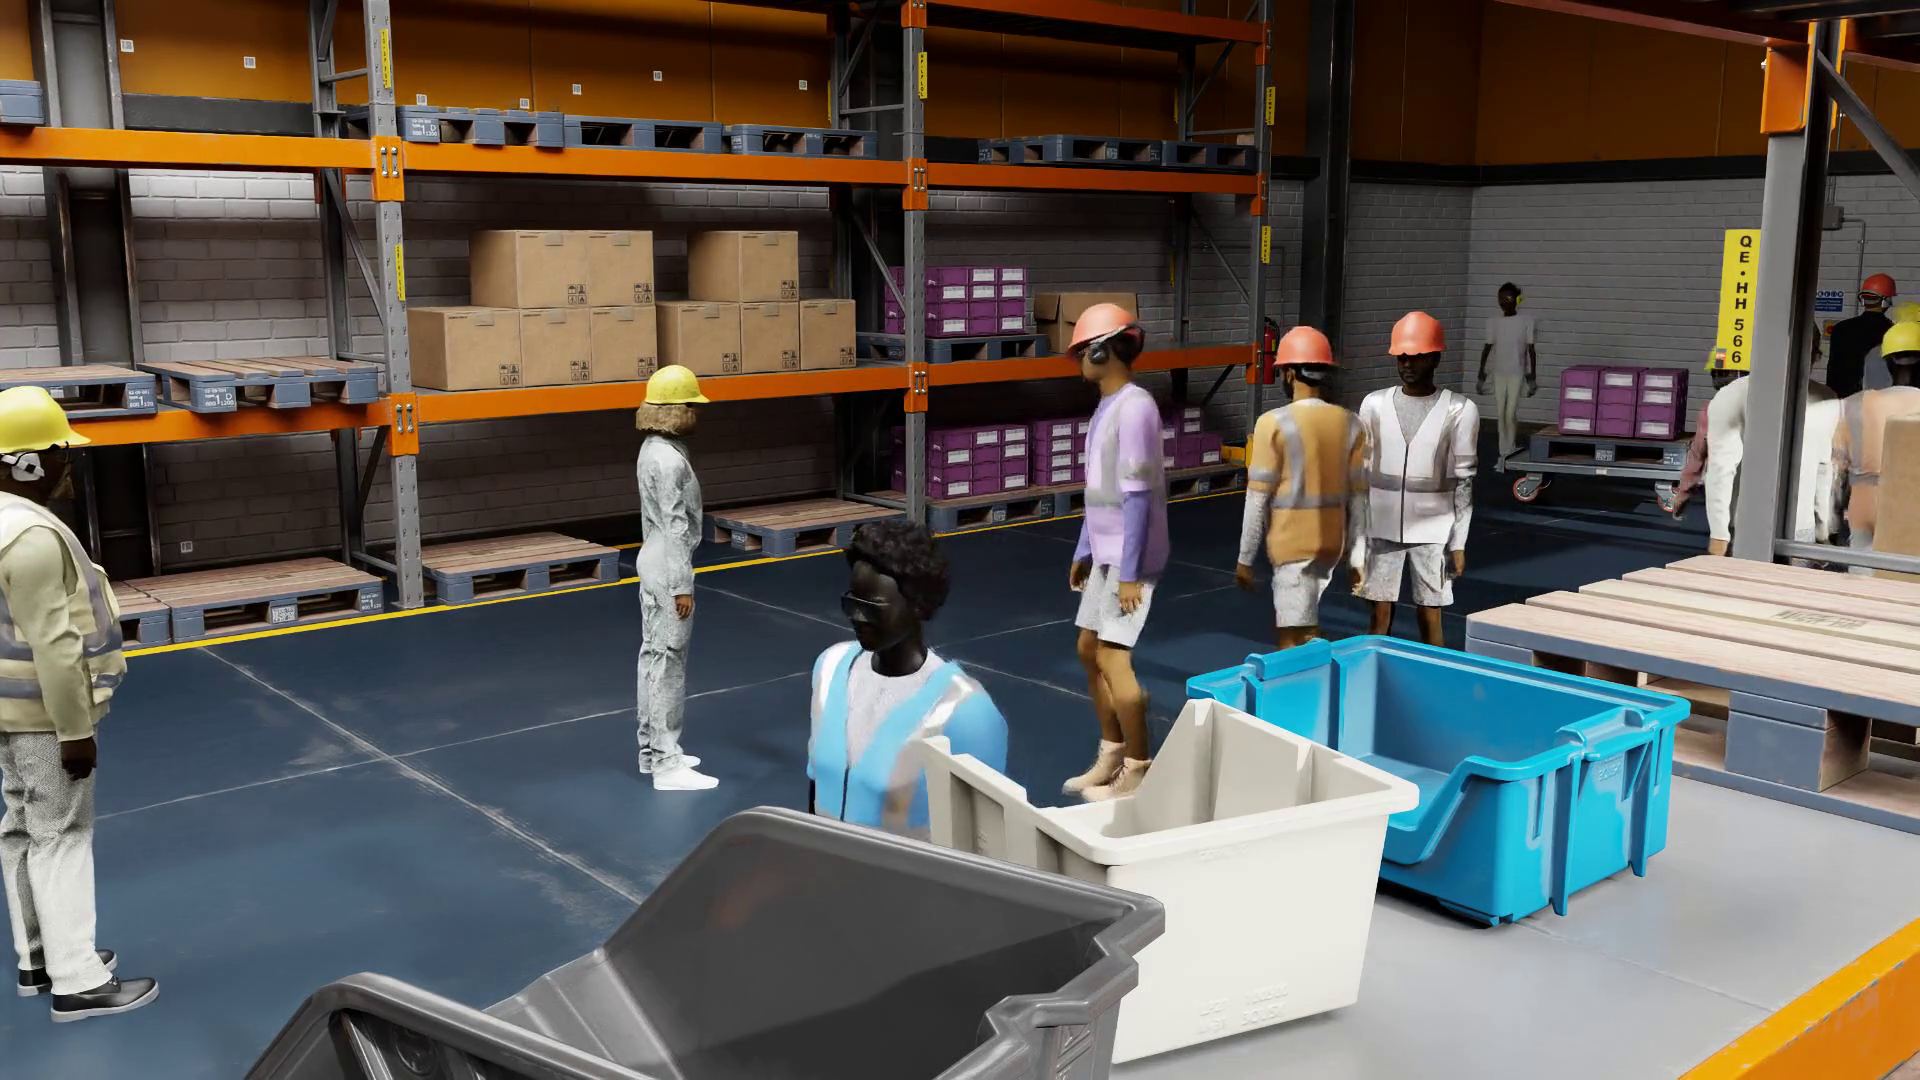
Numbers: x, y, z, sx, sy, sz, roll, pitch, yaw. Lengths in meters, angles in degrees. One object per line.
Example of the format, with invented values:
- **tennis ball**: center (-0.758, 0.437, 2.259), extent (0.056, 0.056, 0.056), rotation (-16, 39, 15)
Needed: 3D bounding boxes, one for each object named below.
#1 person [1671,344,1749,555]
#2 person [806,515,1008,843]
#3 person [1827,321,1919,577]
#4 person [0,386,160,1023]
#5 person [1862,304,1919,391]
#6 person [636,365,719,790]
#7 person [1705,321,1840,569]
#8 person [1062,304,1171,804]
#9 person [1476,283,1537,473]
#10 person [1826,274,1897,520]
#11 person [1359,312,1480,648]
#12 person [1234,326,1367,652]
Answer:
- **person**: center (3.982, -0.197, 8.828), extent (0.795, 1.732, 0.556), rotation (-2, 10, -11)
- **person**: center (-0.108, 0.780, 3.519), extent (0.463, 1.702, 0.568), rotation (-10, 14, -44)
- **person**: center (4.407, -0.092, 7.893), extent (0.603, 1.880, 0.937), rotation (9, 13, 40)
- **person**: center (-2.638, 0.473, 4.823), extent (0.586, 1.833, 0.403), rotation (10, 14, 44)
- **person**: center (6.593, -0.746, 11.725), extent (0.410, 1.809, 0.630), rotation (-1, 10, -7)
- **person**: center (-1.179, 0.151, 6.874), extent (0.323, 1.743, 0.489), rotation (-4, 11, -20)
- **person**: center (3.603, -0.038, 7.406), extent (0.627, 1.934, 0.370), rotation (-2, 10, -12)
- **person**: center (0.626, 0.071, 6.665), extent (0.415, 1.999, 0.640), rotation (-1, 10, -8)
- **person**: center (5.344, -1.585, 16.314), extent (0.549, 1.843, 0.710), rotation (8, 13, 38)
- **person**: center (7.217, -1.110, 13.233), extent (0.380, 1.994, 0.618), rotation (-8, 13, -39)
- **person**: center (1.998, -0.039, 7.397), extent (0.542, 1.938, 0.357), rotation (5, 11, 28)
- **person**: center (1.531, 0.036, 7.134), extent (0.560, 1.893, 0.995), rotation (-6, 12, -30)
